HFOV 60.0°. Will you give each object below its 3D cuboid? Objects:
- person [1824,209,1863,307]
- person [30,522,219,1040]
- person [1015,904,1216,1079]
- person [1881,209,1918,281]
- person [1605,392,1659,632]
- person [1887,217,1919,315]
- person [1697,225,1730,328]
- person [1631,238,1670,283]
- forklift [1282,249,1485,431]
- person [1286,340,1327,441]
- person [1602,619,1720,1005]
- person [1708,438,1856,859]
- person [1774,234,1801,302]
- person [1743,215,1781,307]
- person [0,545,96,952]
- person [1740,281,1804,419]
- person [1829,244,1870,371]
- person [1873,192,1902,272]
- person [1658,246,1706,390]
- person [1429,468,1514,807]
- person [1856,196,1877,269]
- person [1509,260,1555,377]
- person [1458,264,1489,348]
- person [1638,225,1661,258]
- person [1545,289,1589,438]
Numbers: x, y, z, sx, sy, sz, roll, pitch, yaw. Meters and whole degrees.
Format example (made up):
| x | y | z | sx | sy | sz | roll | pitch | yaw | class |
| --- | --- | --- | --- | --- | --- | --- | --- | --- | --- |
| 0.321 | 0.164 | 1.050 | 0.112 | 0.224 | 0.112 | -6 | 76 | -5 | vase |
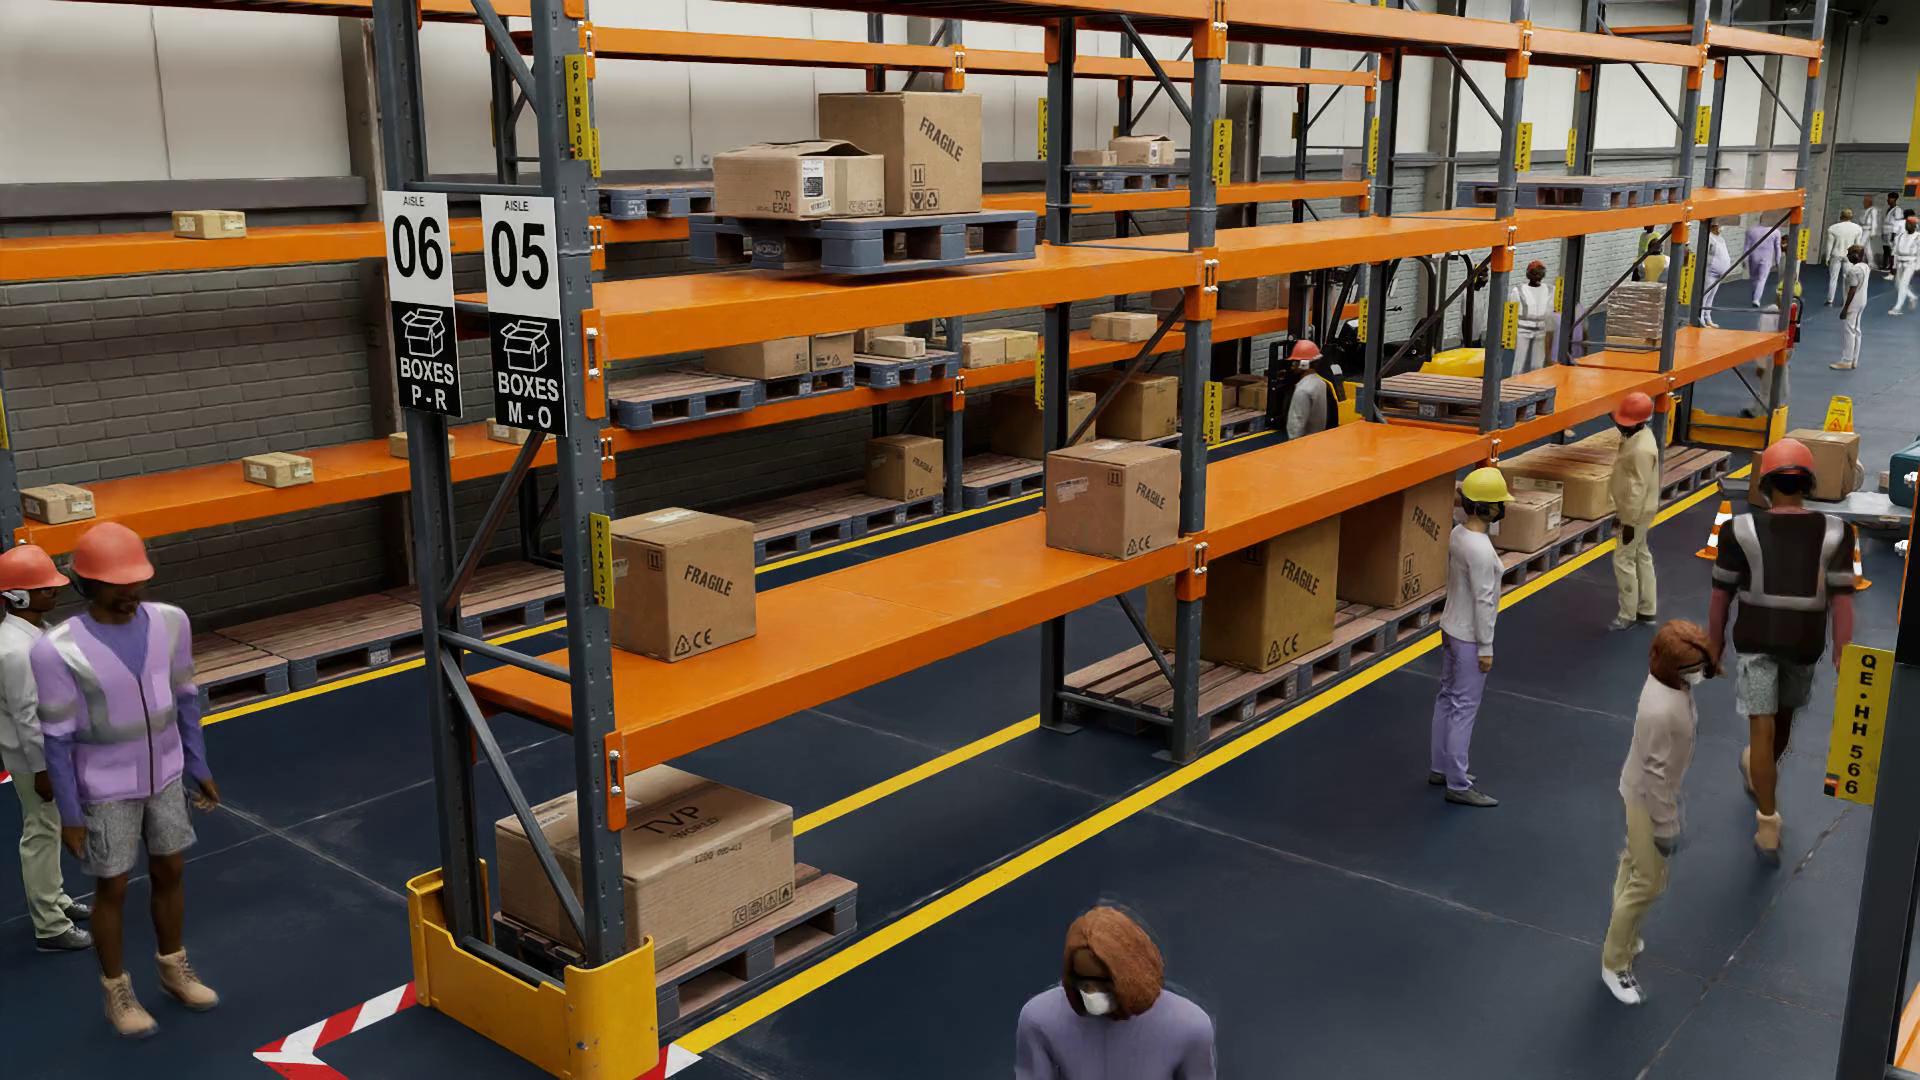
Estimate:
| x | y | z | sx | sy | sz | roll | pitch | yaw | class |
| --- | --- | --- | --- | --- | --- | --- | --- | --- | --- |
| 17.611 | -5.633 | 33.216 | 0.630 | 1.940 | 0.372 | 4 | 14 | 17 | person |
| -3.144 | 0.923 | 6.368 | 0.451 | 2.030 | 0.622 | 9 | 16 | 32 | person |
| 0.402 | 1.651 | 4.276 | 0.527 | 1.585 | 0.857 | 3 | 14 | 13 | person |
| 22.083 | -6.930 | 39.072 | 0.703 | 1.657 | 0.352 | 1 | 14 | 2 | person |
| 4.723 | -0.203 | 11.597 | 0.476 | 1.705 | 0.630 | 4 | 14 | 15 | person |
| 18.146 | -5.246 | 31.804 | 0.685 | 1.865 | 0.578 | -5 | 15 | -18 | person |
| 13.289 | -4.737 | 29.355 | 0.538 | 2.000 | 0.684 | 13 | 19 | 42 | person |
| 10.652 | -3.721 | 25.645 | 0.621 | 1.838 | 0.429 | 4 | 14 | 18 | person |
| 4.886 | -2.214 | 18.767 | 2.313 | 2.155 | 1.214 | 11 | 18 | 38 | forklift |
| 2.873 | -0.802 | 13.951 | 0.364 | 1.742 | 0.577 | 7 | 15 | 25 | person |
| 2.841 | 1.048 | 6.725 | 0.317 | 1.595 | 0.642 | 7 | 16 | 28 | person |
| 4.022 | 0.487 | 8.222 | 0.624 | 1.968 | 1.106 | 4 | 14 | 14 | person |
| 13.067 | -3.898 | 26.329 | 0.333 | 1.861 | 0.499 | -1 | 14 | -4 | person |
| 16.068 | -5.617 | 33.333 | 0.662 | 1.861 | 1.005 | 9 | 16 | 32 | person |
| -3.894 | 0.876 | 7.092 | 0.337 | 1.752 | 0.564 | -6 | 15 | -23 | person |
| 9.226 | -2.050 | 18.900 | 0.628 | 1.804 | 0.531 | -11 | 18 | -38 | person |
| 13.053 | -3.402 | 24.338 | 0.505 | 1.840 | 0.344 | -12 | 18 | -40 | person |
| 23.201 | -7.685 | 41.515 | 0.365 | 1.965 | 0.608 | 1 | 14 | 3 | person |
| 9.656 | -2.974 | 22.389 | 0.632 | 1.940 | 0.372 | 0 | 14 | 2 | person |
| 2.656 | 0.494 | 8.628 | 0.312 | 1.768 | 0.522 | 0 | 14 | -1 | person |
| 22.778 | -7.700 | 41.813 | 0.798 | 1.840 | 0.662 | 2 | 14 | 9 | person |
| 7.143 | -2.563 | 20.846 | 0.593 | 1.876 | 0.368 | -1 | 14 | -6 | person |
| 6.301 | -2.458 | 20.465 | 0.329 | 1.861 | 0.503 | 10 | 17 | 35 | person |
| 13.197 | -5.269 | 31.918 | 0.389 | 1.847 | 0.563 | -4 | 14 | -14 | person |
| 6.937 | -2.085 | 19.066 | 0.563 | 1.802 | 0.485 | 0 | 14 | -1 | person |
